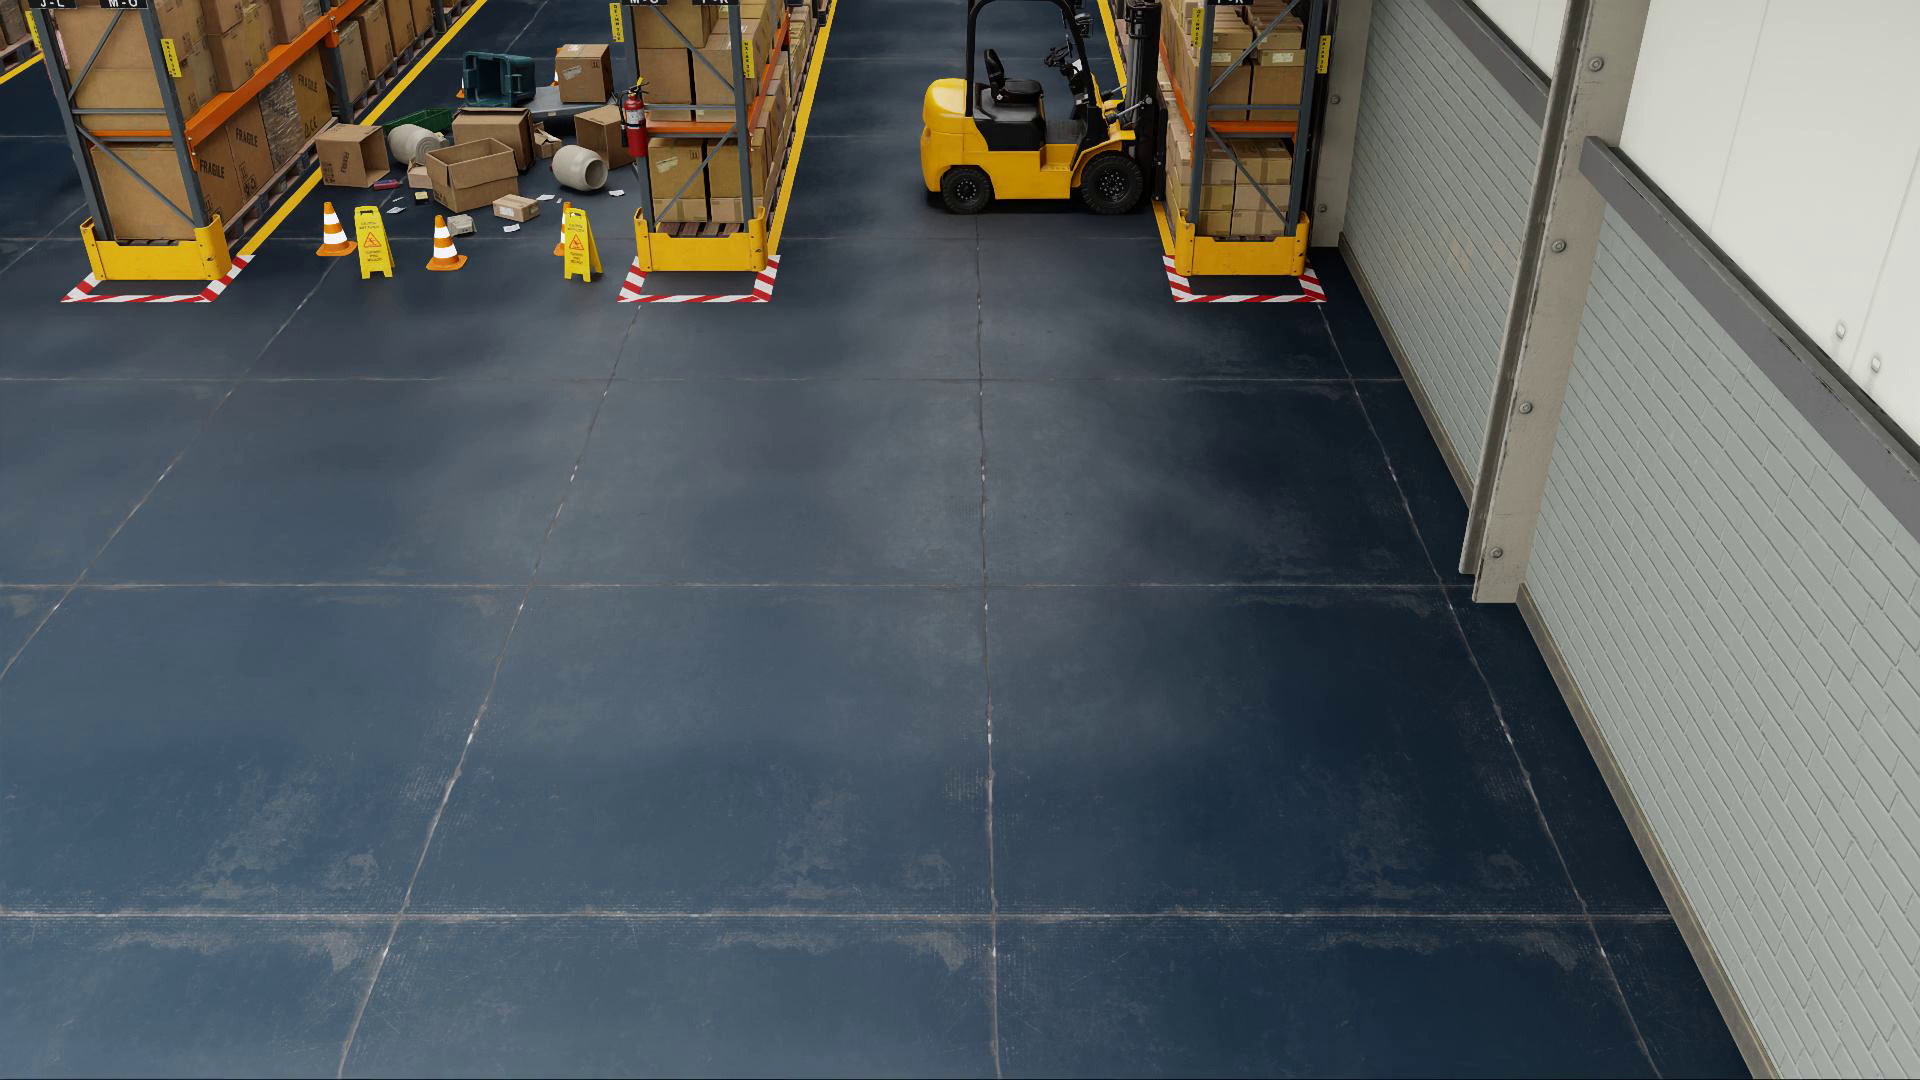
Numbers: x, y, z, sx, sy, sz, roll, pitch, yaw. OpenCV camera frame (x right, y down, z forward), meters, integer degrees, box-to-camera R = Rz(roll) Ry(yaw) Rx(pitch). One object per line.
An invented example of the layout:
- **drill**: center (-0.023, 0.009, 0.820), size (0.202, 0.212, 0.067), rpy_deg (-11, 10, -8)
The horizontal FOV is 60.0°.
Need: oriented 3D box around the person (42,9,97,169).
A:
- **person**: center (-9.198, -4.670, 17.203), size (0.560, 1.712, 0.646), rpy_deg (-2, 32, -4)
